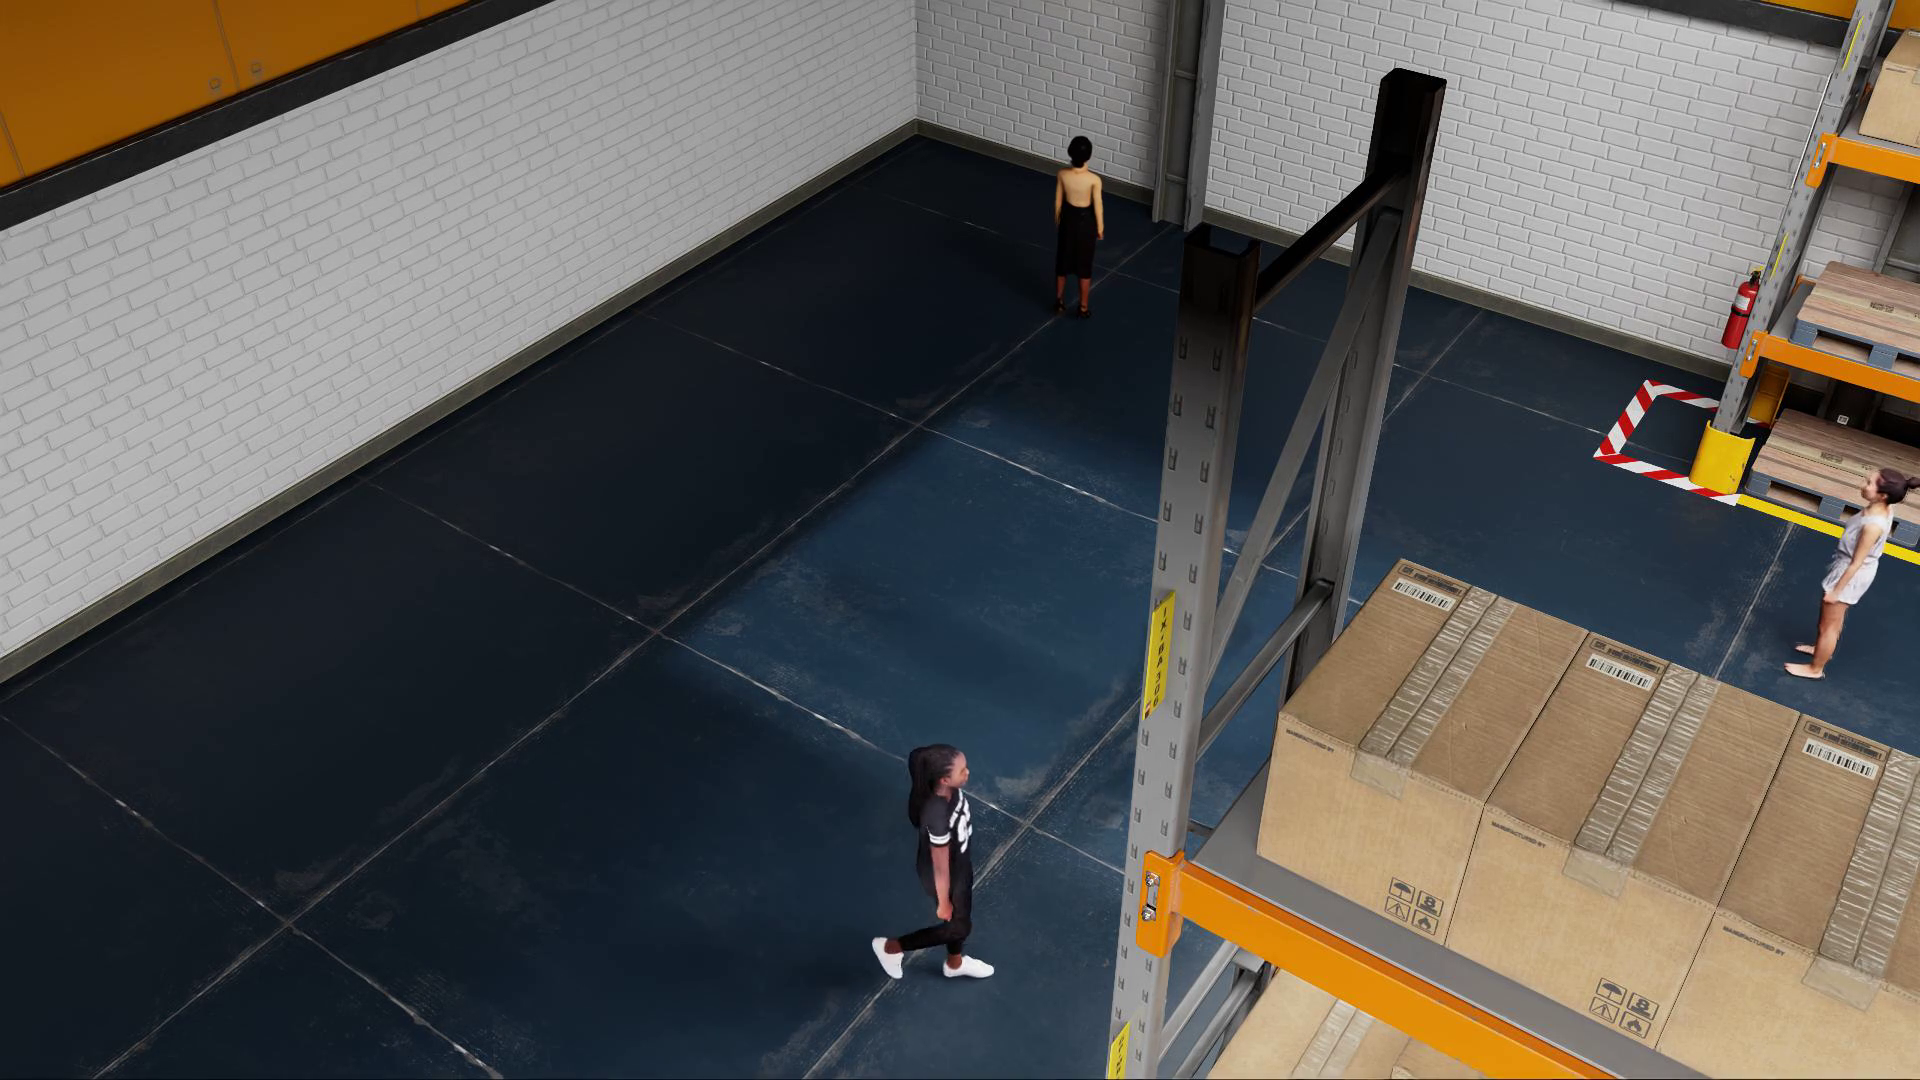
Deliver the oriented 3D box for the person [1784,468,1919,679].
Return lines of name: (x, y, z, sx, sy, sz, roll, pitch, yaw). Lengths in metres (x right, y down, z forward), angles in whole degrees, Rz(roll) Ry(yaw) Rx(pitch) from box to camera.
person: (5.626, 0.207, 10.485, 0.539, 1.611, 0.583, 21, 43, 24)

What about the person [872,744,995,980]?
person: (-0.153, 1.702, 8.526, 0.991, 1.718, 0.861, 3, 39, 4)

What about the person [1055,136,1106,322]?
person: (0.978, -2.612, 13.981, 0.503, 1.653, 0.670, 18, 42, 21)
